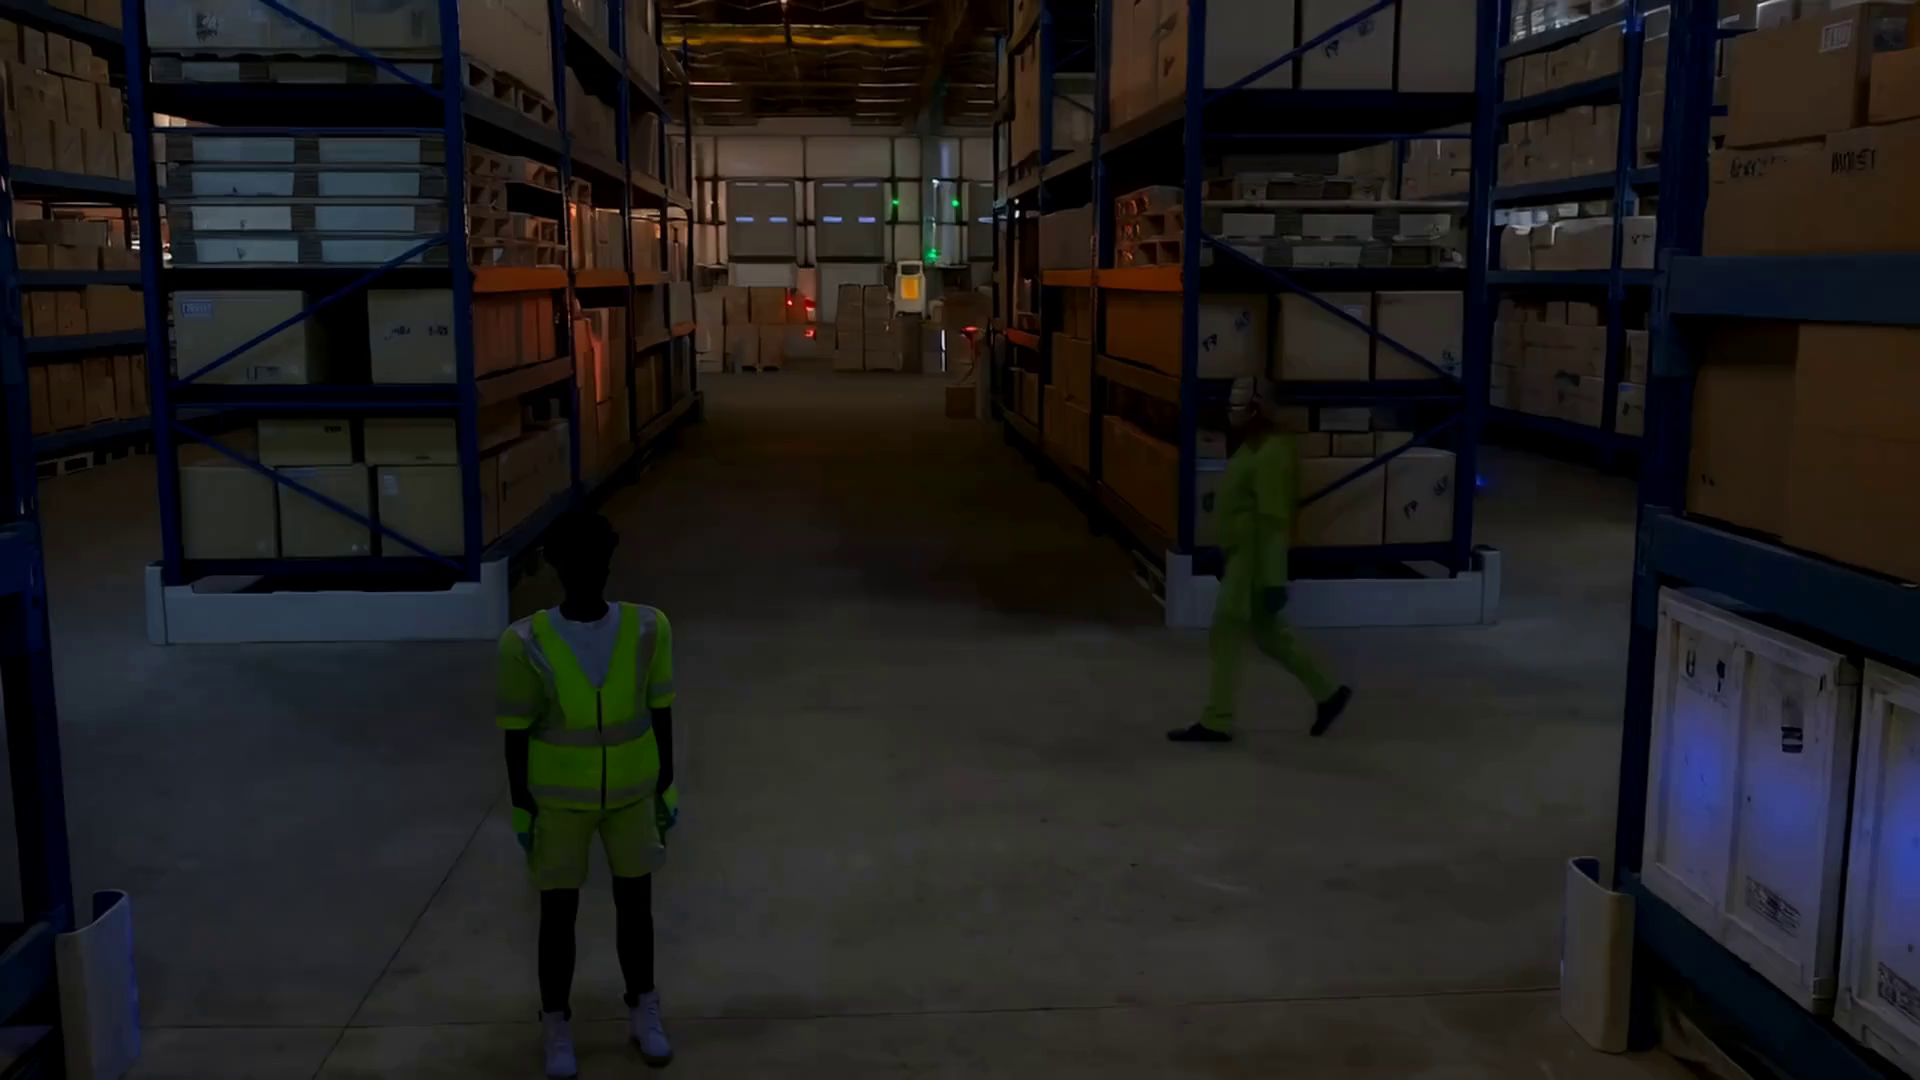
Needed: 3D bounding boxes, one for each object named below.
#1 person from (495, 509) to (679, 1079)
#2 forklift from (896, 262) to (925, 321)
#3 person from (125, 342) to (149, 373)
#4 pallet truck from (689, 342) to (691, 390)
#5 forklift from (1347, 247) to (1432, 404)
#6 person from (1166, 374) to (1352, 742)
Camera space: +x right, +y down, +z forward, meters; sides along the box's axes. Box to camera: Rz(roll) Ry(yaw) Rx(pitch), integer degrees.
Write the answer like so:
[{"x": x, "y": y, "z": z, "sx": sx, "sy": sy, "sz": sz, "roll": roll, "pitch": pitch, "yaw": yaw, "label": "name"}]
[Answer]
[{"x": -1.083, "y": 0.744, "z": 4.891, "sx": 0.530, "sy": 1.690, "sz": 0.319, "roll": -4, "pitch": 10, "yaw": -24, "label": "person"}, {"x": -1.813, "y": -8.621, "z": 59.962, "sx": 1.129, "sy": 2.768, "sz": 1.873, "roll": -1, "pitch": 9, "yaw": -4, "label": "forklift"}, {"x": -17.722, "y": -4.324, "z": 35.841, "sx": 0.613, "sy": 1.963, "sz": 0.361, "roll": 1, "pitch": 9, "yaw": 5, "label": "person"}, {"x": -5.225, "y": -3.008, "z": 27.480, "sx": 1.885, "sy": 1.965, "sz": 0.823, "roll": 2, "pitch": 9, "yaw": 14, "label": "pallet truck"}, {"x": 5.090, "y": -2.133, "z": 19.225, "sx": 1.129, "sy": 2.768, "sz": 1.873, "roll": -1, "pitch": 9, "yaw": -4, "label": "forklift"}, {"x": 1.531, "y": 0.101, "z": 8.349, "sx": 0.882, "sy": 1.879, "sz": 0.637, "roll": 1, "pitch": 9, "yaw": 5, "label": "person"}]
